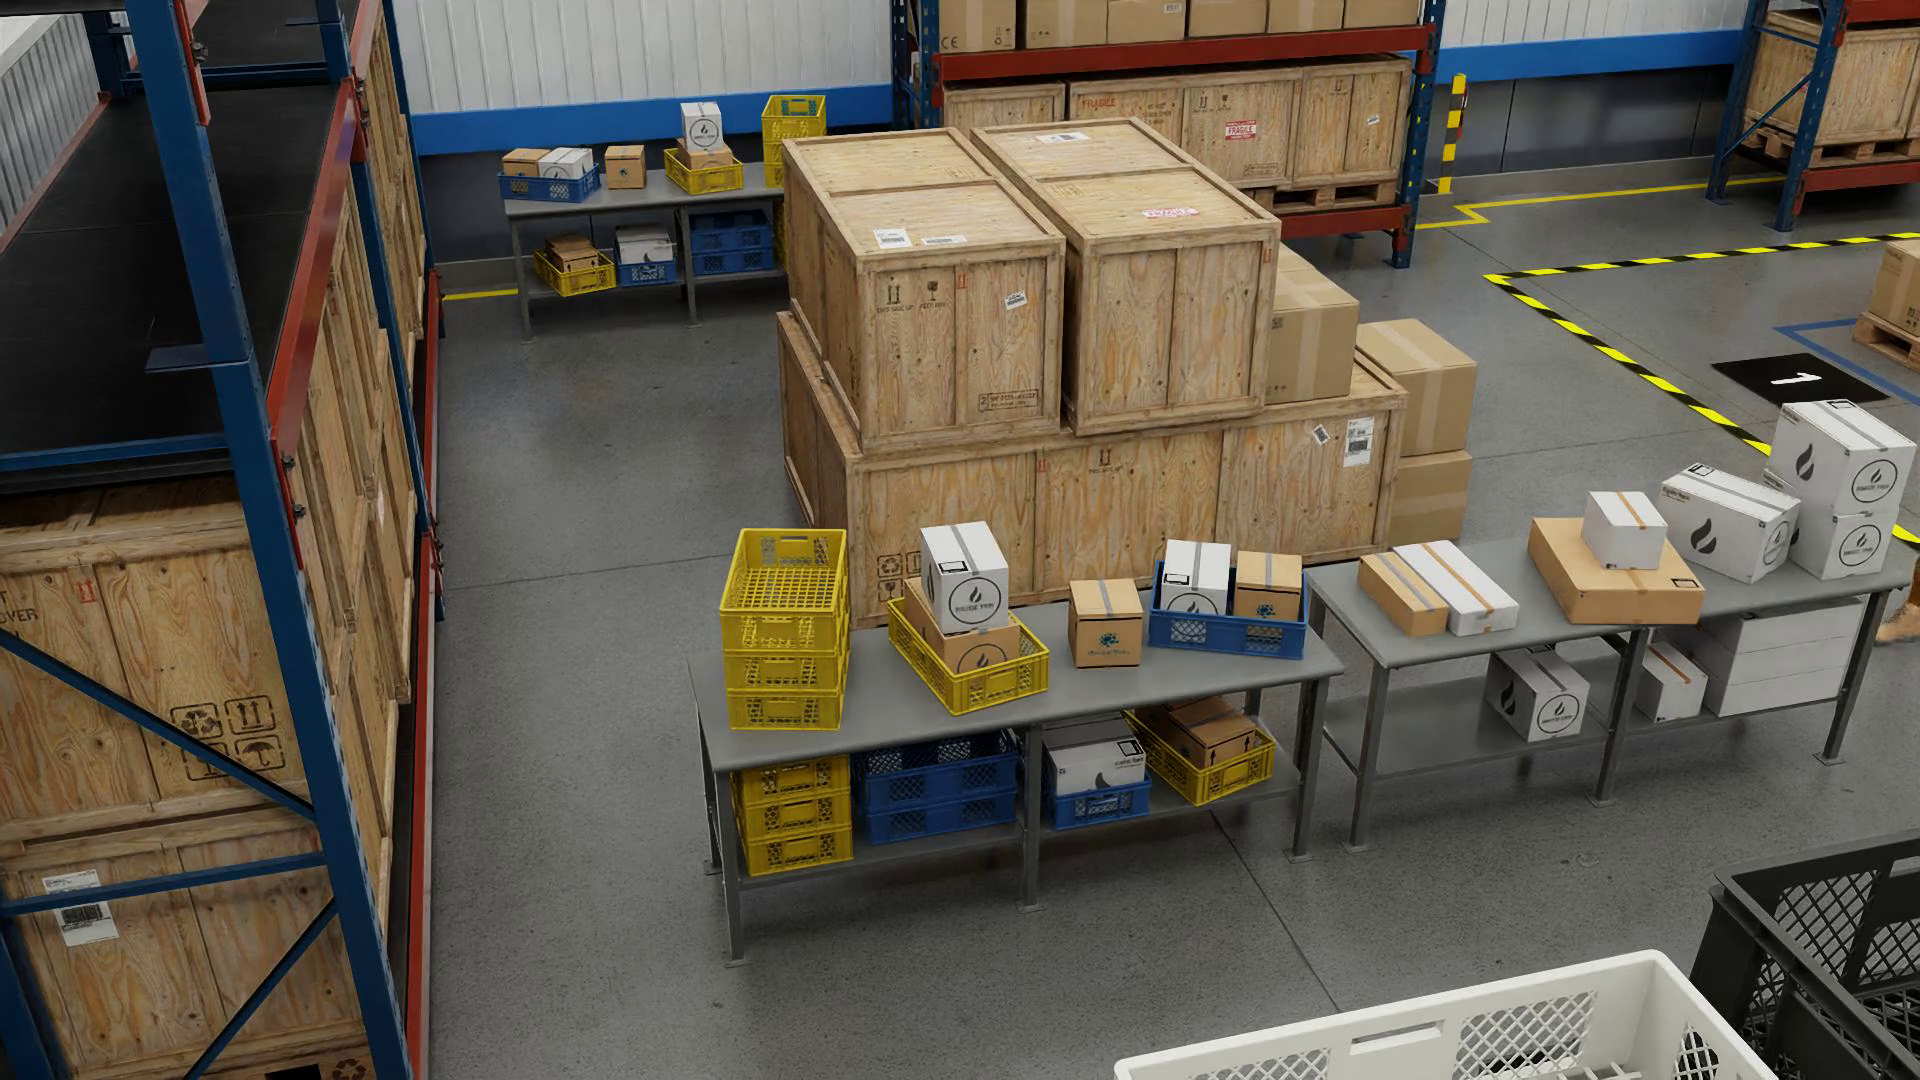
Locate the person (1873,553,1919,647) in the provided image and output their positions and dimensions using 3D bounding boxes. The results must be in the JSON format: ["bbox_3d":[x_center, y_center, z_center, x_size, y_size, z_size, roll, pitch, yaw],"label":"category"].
[{"bbox_3d":[4.928,-0.355,7.938,0.701,2.025,0.655,-6,29,-10],"label":"person"}]
